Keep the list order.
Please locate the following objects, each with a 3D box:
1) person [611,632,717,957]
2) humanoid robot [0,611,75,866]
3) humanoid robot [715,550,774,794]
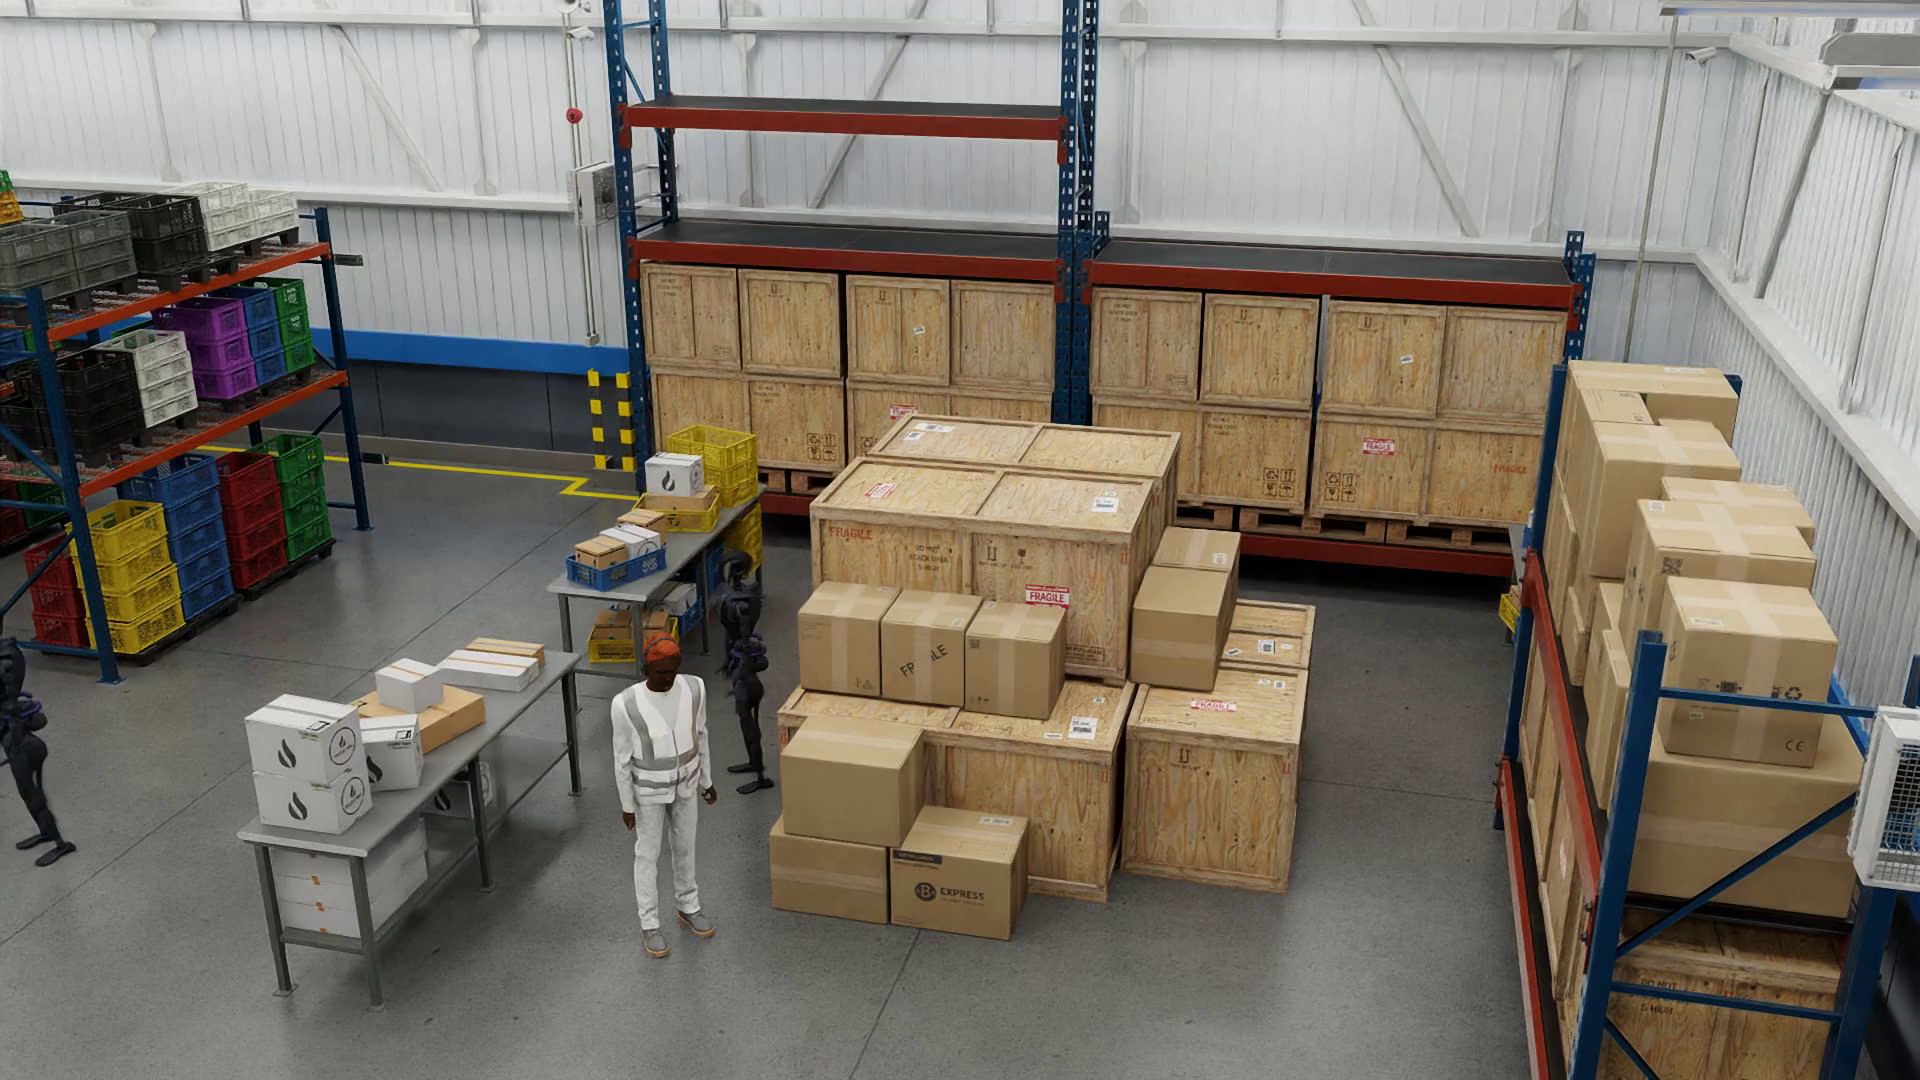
[{"bbox_3d":[-1.616,1.378,9.174,0.573,1.887,0.355,-16,26,-35],"label":"person"},{"bbox_3d":[-5.707,1.159,10.032,0.321,1.651,0.581,-20,28,-41],"label":"humanoid robot"},{"bbox_3d":[-1.425,0.843,10.854,0.335,1.654,0.581,-6,22,-16],"label":"humanoid robot"}]
